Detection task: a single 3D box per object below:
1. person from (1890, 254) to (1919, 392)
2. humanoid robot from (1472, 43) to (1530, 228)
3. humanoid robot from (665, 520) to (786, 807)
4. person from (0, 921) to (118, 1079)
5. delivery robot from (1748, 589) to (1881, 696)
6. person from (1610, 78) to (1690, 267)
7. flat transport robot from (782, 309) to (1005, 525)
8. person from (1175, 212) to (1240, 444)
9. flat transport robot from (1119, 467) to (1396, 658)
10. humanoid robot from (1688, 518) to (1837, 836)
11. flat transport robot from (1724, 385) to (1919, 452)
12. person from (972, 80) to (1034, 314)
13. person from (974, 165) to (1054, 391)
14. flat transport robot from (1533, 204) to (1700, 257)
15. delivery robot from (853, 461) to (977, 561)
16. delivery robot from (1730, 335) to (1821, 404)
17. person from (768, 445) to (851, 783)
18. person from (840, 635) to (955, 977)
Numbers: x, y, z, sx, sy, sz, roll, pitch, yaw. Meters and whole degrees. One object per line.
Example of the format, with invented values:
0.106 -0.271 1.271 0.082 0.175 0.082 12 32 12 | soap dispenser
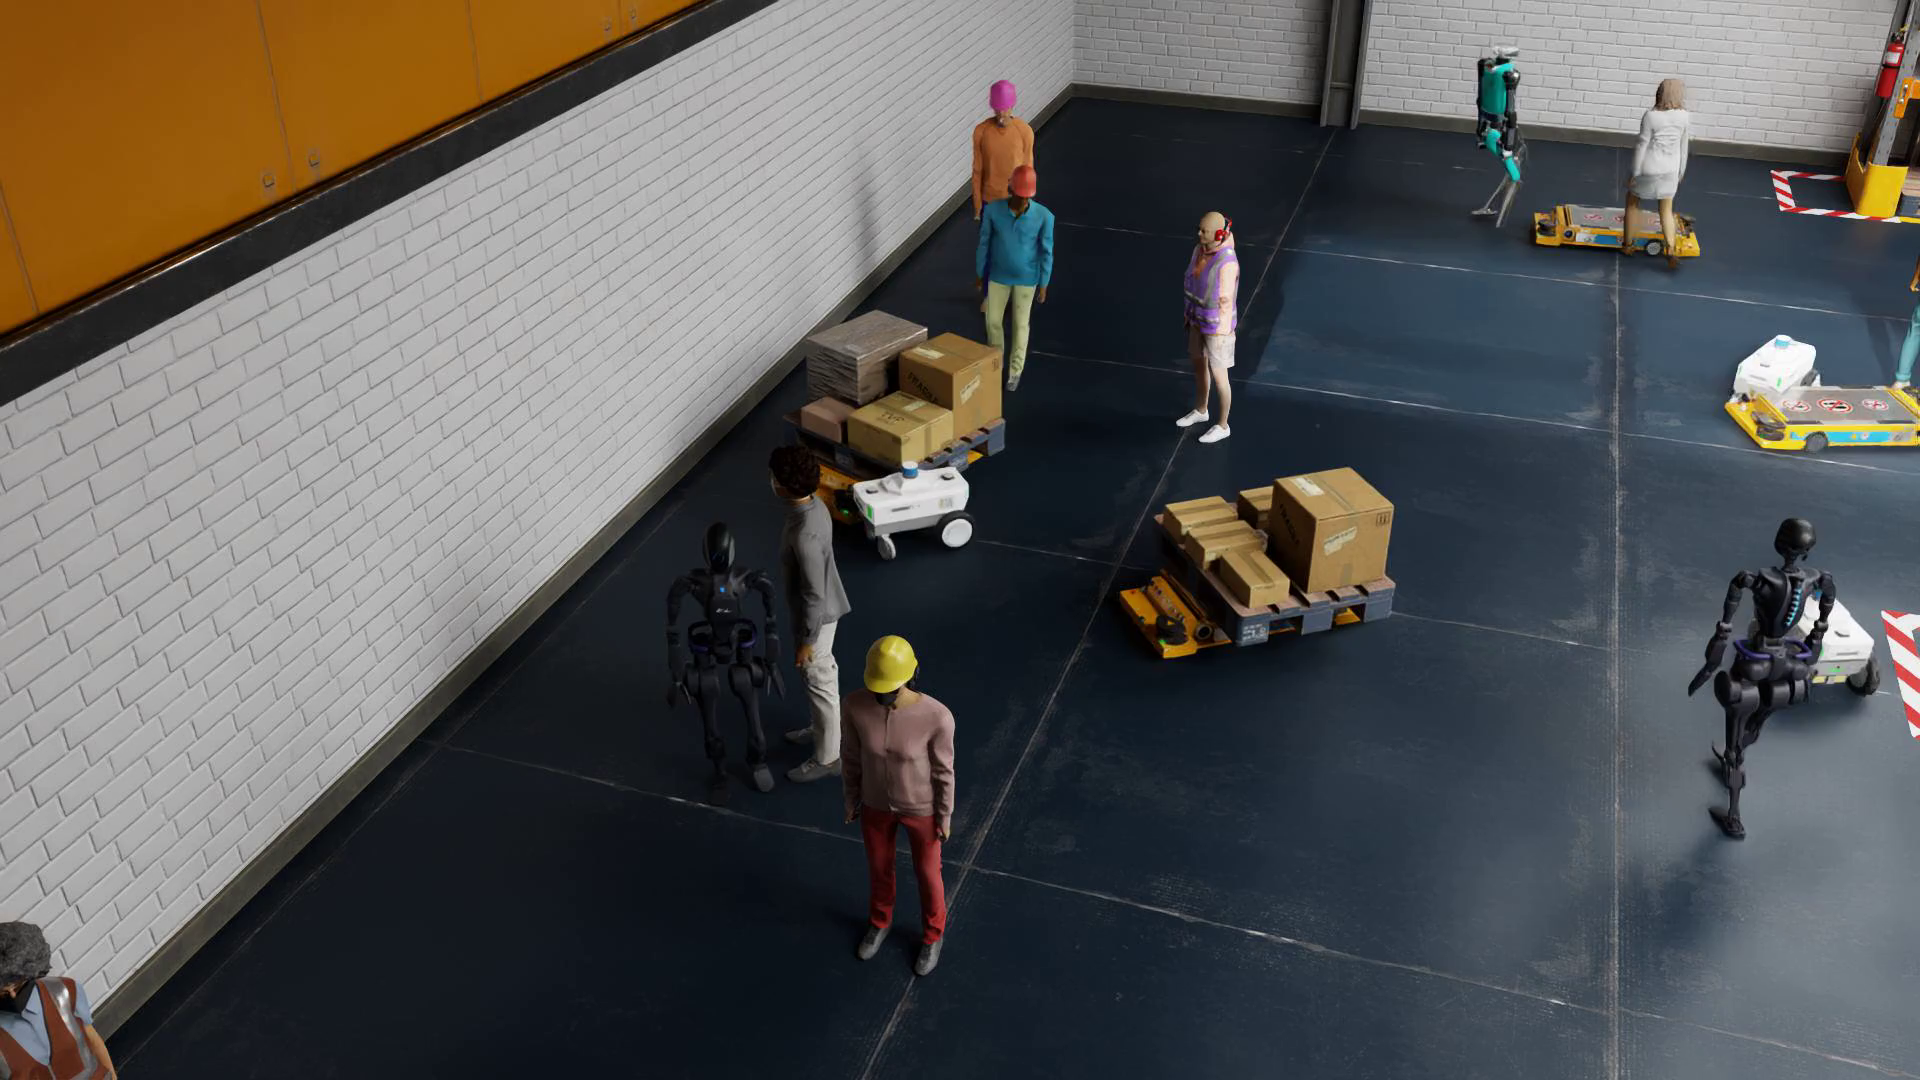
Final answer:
7.295 -1.882 12.250 0.540 1.865 0.372 26 39 37 | person
5.169 -3.765 15.643 0.774 1.831 0.539 -10 32 -17 | humanoid robot
-1.169 0.604 8.210 0.585 1.641 0.376 -7 31 -11 | humanoid robot
-3.145 2.007 5.804 0.306 1.687 0.455 23 38 34 | person
4.840 0.511 9.444 0.499 0.563 0.738 -2 31 -3 | delivery robot
6.250 -3.249 14.805 0.528 1.634 0.695 -4 31 -6 | person
-0.493 -0.538 11.541 0.659 0.231 1.431 24 38 35 | flat transport robot
1.772 -1.520 11.814 0.353 1.685 0.486 -15 33 -23 | person
1.747 0.351 10.028 1.431 0.231 0.659 -10 32 -16 | flat transport robot
3.924 0.619 8.199 0.588 1.635 0.682 -1 30 -2 | humanoid robot
6.433 -0.888 12.135 1.431 0.231 0.659 0 30 -1 | flat transport robot
0.347 -2.821 13.751 0.512 1.974 0.406 3 31 5 | person
0.396 -1.984 12.547 0.590 1.733 0.417 6 31 10 | person
6.130 -2.896 15.553 1.431 0.231 0.659 7 31 13 | flat transport robot
-0.288 -0.222 10.724 0.768 0.597 0.513 -11 32 -18 | delivery robot
6.097 -1.255 12.451 0.499 0.566 0.739 26 39 37 | delivery robot
-0.745 0.374 8.383 0.396 1.899 0.530 -2 30 -3 | person
-0.271 1.150 7.201 0.516 1.756 0.335 9 32 14 | person
